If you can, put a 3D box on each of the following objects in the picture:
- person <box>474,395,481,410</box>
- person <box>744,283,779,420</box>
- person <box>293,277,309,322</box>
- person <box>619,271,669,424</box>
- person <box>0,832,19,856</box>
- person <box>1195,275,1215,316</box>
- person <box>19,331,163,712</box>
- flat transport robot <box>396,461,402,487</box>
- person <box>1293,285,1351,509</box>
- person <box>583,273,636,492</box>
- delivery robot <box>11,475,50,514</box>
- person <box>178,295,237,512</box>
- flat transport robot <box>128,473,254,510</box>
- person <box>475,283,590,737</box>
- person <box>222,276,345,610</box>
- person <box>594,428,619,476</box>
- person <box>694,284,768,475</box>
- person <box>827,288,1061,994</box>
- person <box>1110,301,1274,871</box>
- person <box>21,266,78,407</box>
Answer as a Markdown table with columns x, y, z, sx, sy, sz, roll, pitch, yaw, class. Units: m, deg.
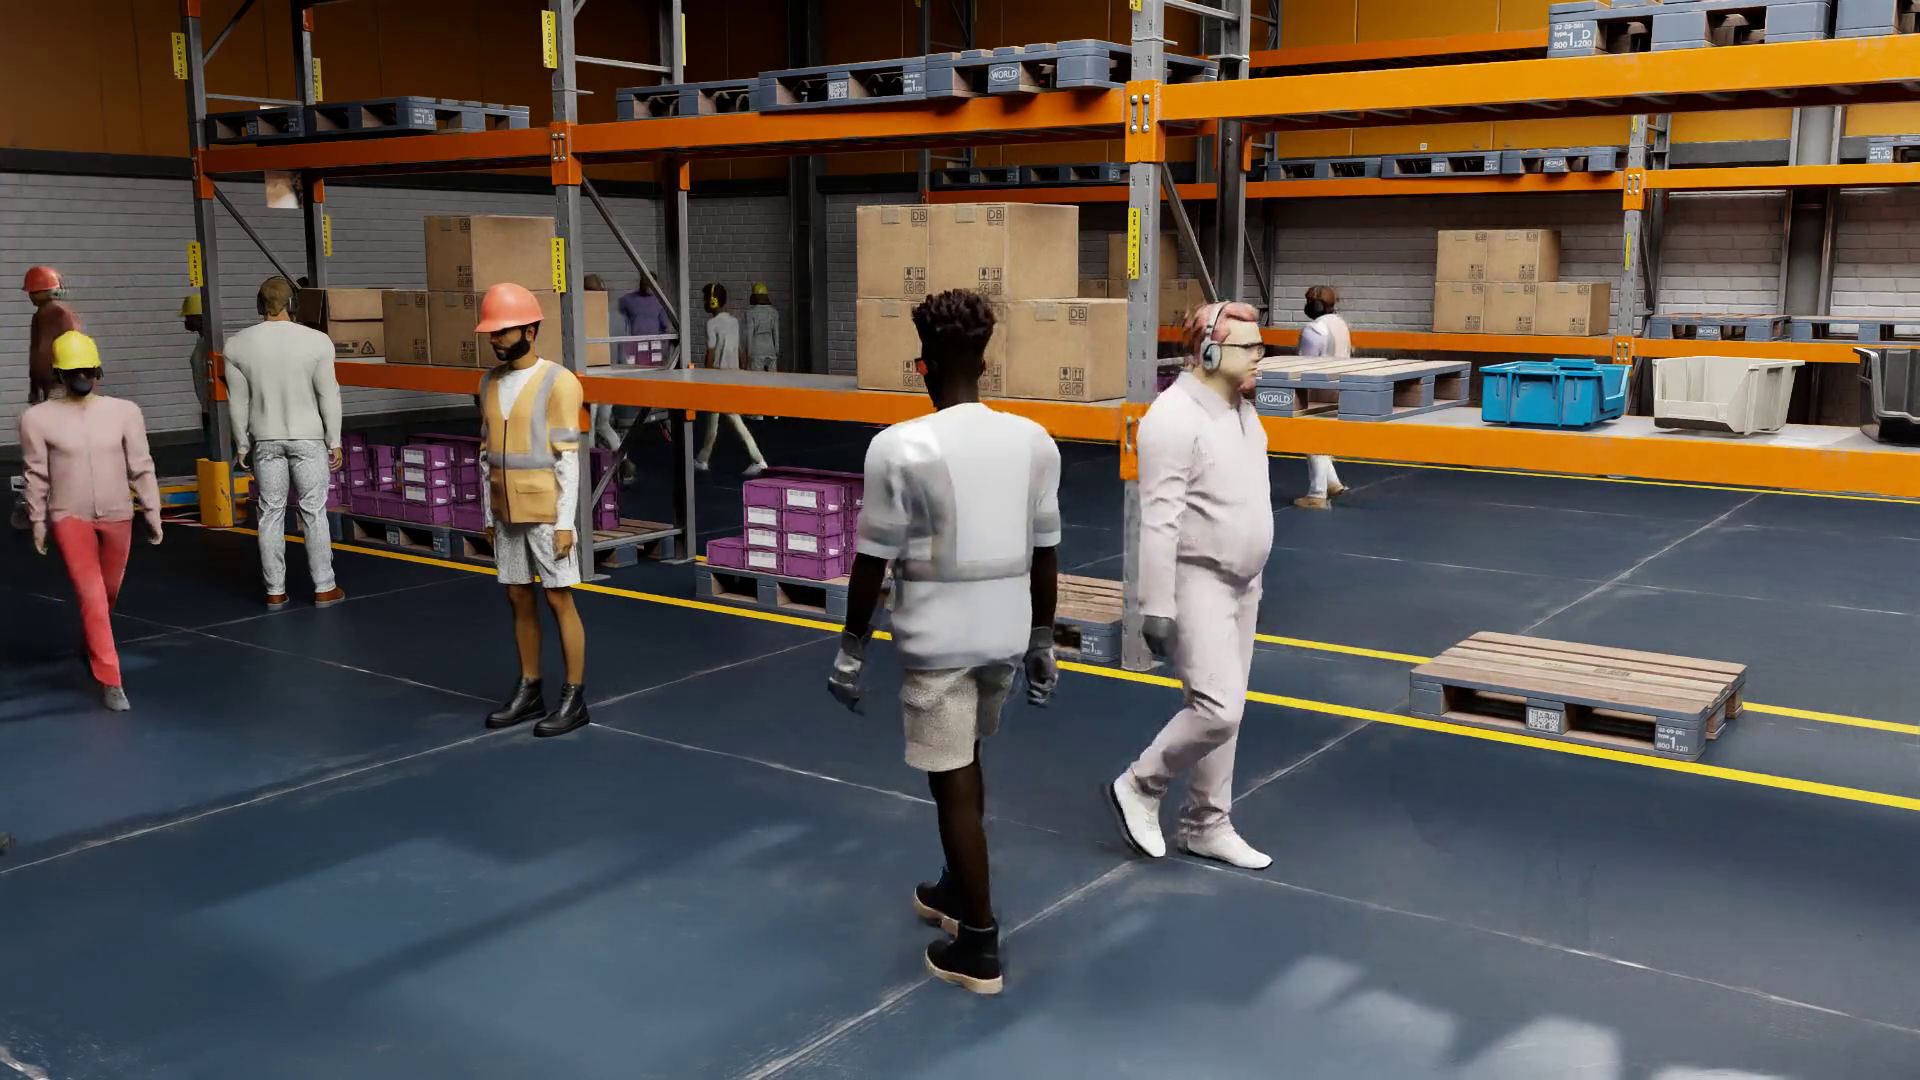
| x | y | z | sx | sy | sz | roll | pitch | yaw | class |
| --- | --- | --- | --- | --- | --- | --- | --- | --- | --- |
| -3.670 | -1.323 | 13.920 | 0.698 | 2.000 | 1.026 | -6 | 11 | -30 | person |
| -2.538 | -2.402 | 21.235 | 0.493 | 1.740 | 0.325 | -7 | 12 | -37 | person |
| -6.346 | -1.618 | 16.201 | 0.312 | 1.865 | 0.535 | 8 | 13 | 40 | person |
| -3.916 | -2.373 | 20.603 | 0.683 | 1.896 | 0.478 | -1 | 10 | -6 | person |
| -3.523 | 0.163 | 5.472 | 0.930 | 1.892 | 0.568 | 1 | 10 | 5 | person |
| 2.551 | -1.686 | 16.550 | 0.355 | 1.883 | 0.575 | 7 | 12 | 37 | person |
| -4.050 | -0.119 | 7.749 | 0.537 | 1.722 | 0.927 | -8 | 13 | -41 | person |
| -5.264 | -0.554 | 14.597 | 1.431 | 0.197 | 0.652 | -8 | 12 | -40 | flat transport robot |
| 2.904 | -1.158 | 13.578 | 0.450 | 1.827 | 0.629 | 6 | 11 | 33 | person |
| -3.043 | -1.283 | 14.036 | 0.548 | 1.918 | 0.687 | 7 | 12 | 37 | person |
| -6.808 | -0.416 | 12.652 | 0.477 | 0.478 | 0.707 | 5 | 11 | 27 | delivery robot |
| -5.977 | -1.065 | 13.237 | 0.353 | 1.759 | 0.530 | -6 | 11 | -33 | person |
| -6.332 | -0.395 | 13.651 | 1.431 | 0.197 | 0.652 | -7 | 12 | -36 | flat transport robot |
| -1.854 | -0.122 | 7.102 | 0.541 | 1.929 | 0.380 | 5 | 11 | 28 | person |
| -3.905 | -0.554 | 9.662 | 0.627 | 1.933 | 0.371 | -2 | 10 | -9 | person |
| -3.439 | -1.347 | 14.842 | 0.957 | 1.791 | 0.647 | -4 | 10 | -20 | person |
| -2.238 | -1.517 | 15.773 | 1.004 | 1.824 | 0.512 | 4 | 10 | 21 | person |
| -0.083 | 0.267 | 4.741 | 0.630 | 1.938 | 0.780 | -7 | 12 | -38 | person |
| 0.820 | 0.165 | 5.485 | 0.452 | 1.892 | 0.670 | 7 | 12 | 34 | person |
| -7.503 | -1.266 | 13.771 | 0.670 | 1.976 | 0.414 | 9 | 13 | 43 | person |
